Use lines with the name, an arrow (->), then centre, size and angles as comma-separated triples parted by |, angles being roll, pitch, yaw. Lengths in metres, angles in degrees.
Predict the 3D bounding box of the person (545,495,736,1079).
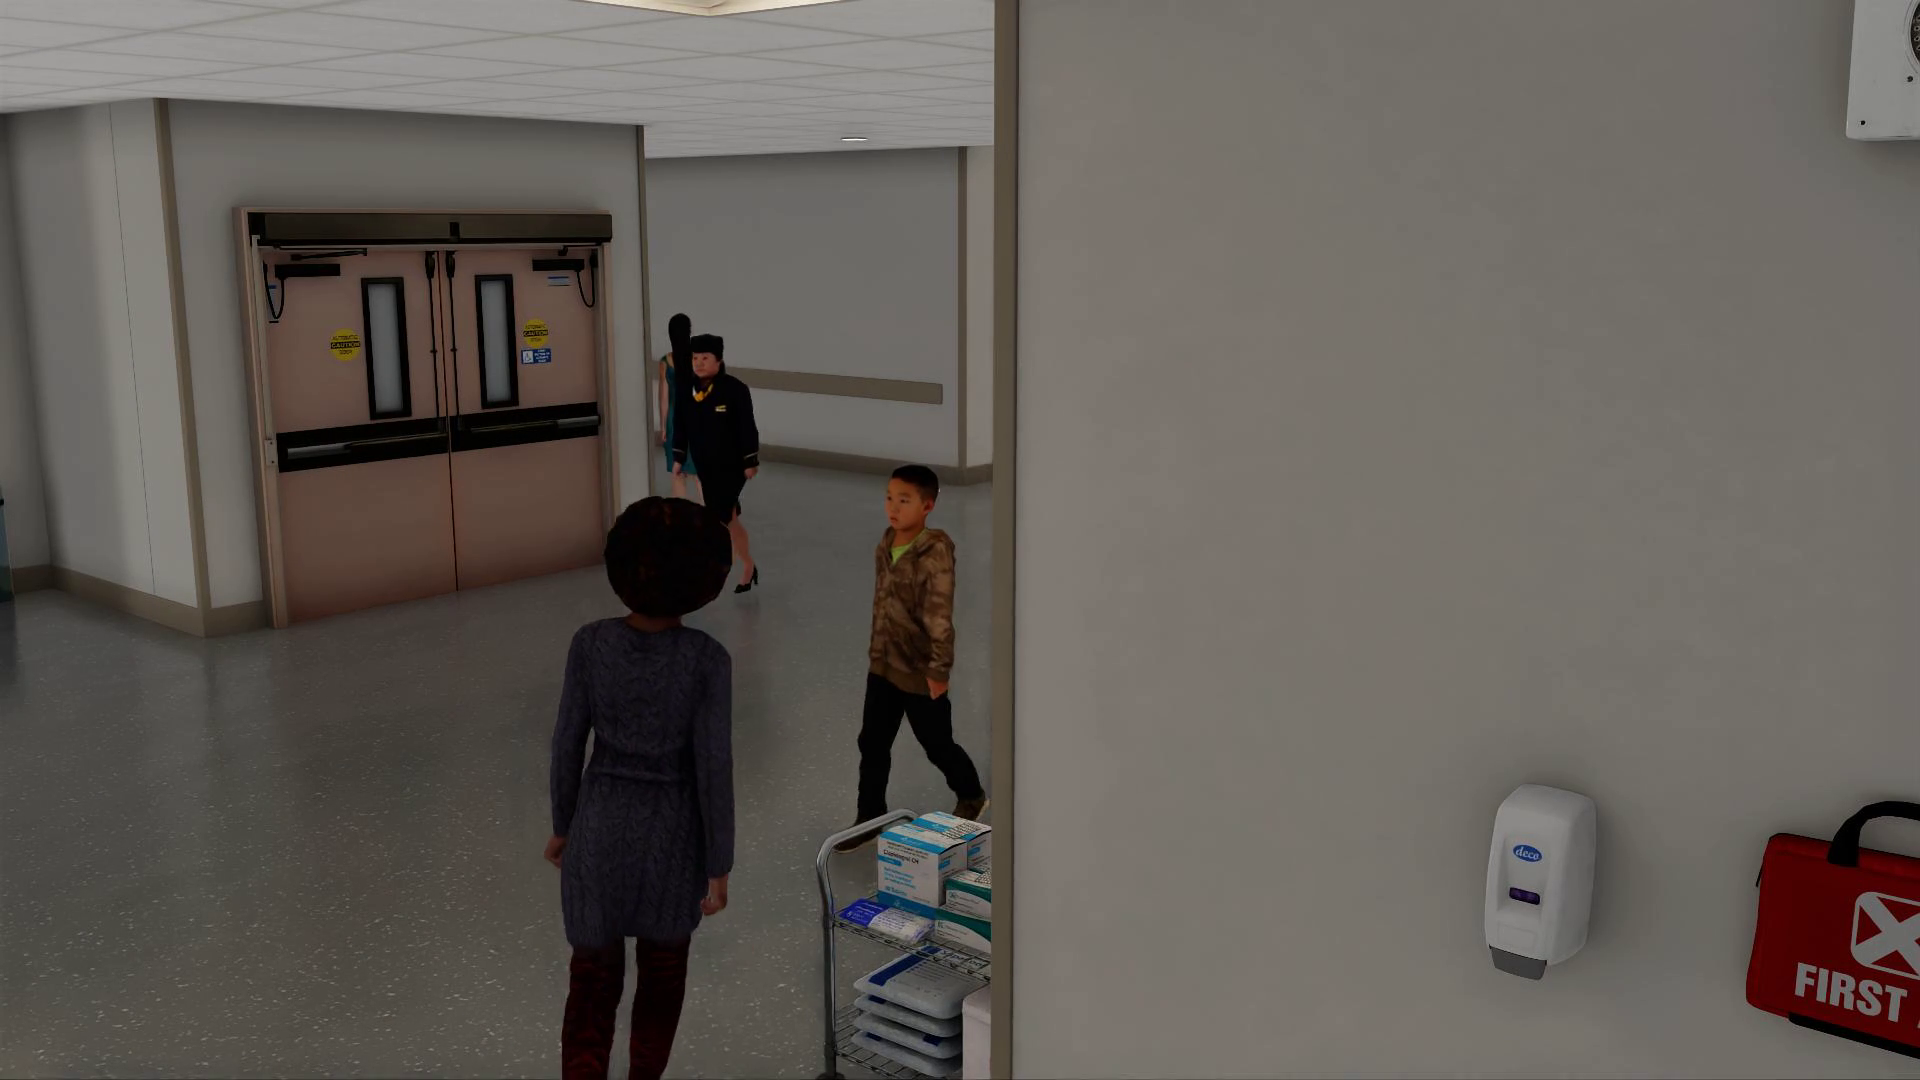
person -> -0.753, 0.771, 3.840 | 0.970, 1.682, 1.112 | 0, 11, 2

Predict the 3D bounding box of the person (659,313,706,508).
person -> -1.980, -0.785, 12.058 | 0.872, 1.675, 0.846 | -4, 12, -22

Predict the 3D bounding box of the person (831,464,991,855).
person -> -0.133, 0.444, 6.230 | 0.606, 1.433, 0.893 | 10, 15, 42

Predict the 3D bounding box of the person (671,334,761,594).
person -> -1.439, -0.428, 10.305 | 0.800, 1.627, 1.114 | 6, 12, 29
